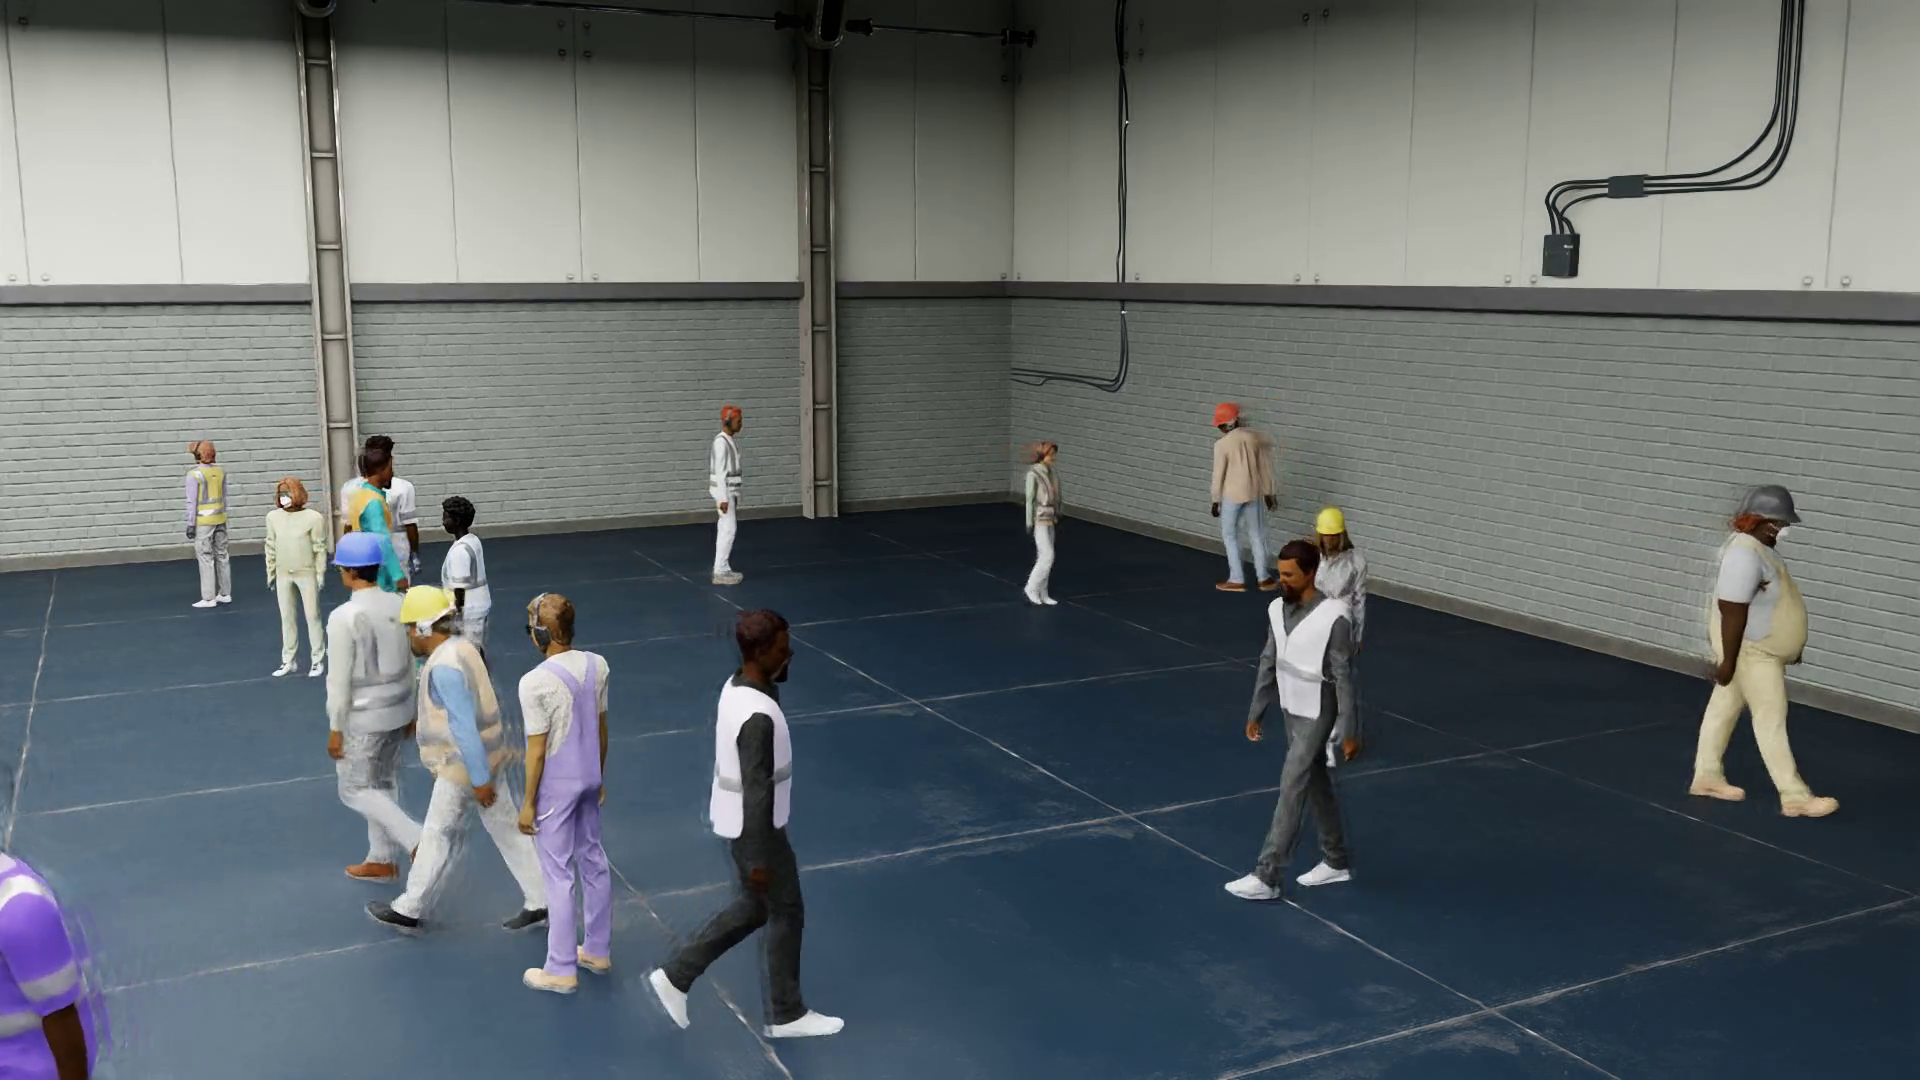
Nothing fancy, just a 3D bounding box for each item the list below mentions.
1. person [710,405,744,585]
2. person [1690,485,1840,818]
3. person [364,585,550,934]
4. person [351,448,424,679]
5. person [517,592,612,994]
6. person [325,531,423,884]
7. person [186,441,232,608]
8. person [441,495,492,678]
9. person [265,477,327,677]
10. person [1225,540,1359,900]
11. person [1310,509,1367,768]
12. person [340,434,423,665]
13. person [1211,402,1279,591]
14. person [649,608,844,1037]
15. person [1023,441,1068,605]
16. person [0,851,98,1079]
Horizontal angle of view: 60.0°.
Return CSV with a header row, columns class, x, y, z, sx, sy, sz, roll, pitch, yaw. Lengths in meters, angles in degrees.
class,x,y,z,sx,sy,sz,roll,pitch,yaw
person,-2.450,-0.476,17.496,0.351,1.878,0.596,0,9,1
person,4.925,0.642,10.071,0.865,2.000,0.693,4,10,26
person,-2.462,1.092,8.191,0.997,1.748,0.599,0,9,-2
person,-4.416,0.233,13.009,0.737,1.901,0.616,-3,10,-16
person,-1.812,1.143,7.596,0.346,1.843,0.507,5,11,30
person,-3.012,0.916,8.721,0.636,1.932,0.617,3,10,17
person,-7.342,-0.157,16.258,0.311,1.633,0.519,3,10,15
person,-3.526,0.523,11.895,0.321,1.689,0.530,-1,9,-4
person,-5.365,0.298,13.442,0.504,1.633,0.279,1,9,5
person,1.705,0.939,8.720,0.921,1.874,0.629,-4,10,-21
person,2.483,0.621,11.265,0.501,1.699,0.899,3,10,16
person,-4.690,0.119,13.522,0.614,1.963,0.362,0,9,-1
person,2.923,-0.440,17.046,0.789,1.942,0.462,-4,10,-25
person,-0.908,1.212,7.016,0.740,1.894,0.600,-2,10,-15
person,0.839,-0.156,16.267,0.374,1.625,0.520,5,11,29
person,-2.820,1.556,4.812,0.967,1.910,0.606,-7,12,-39
